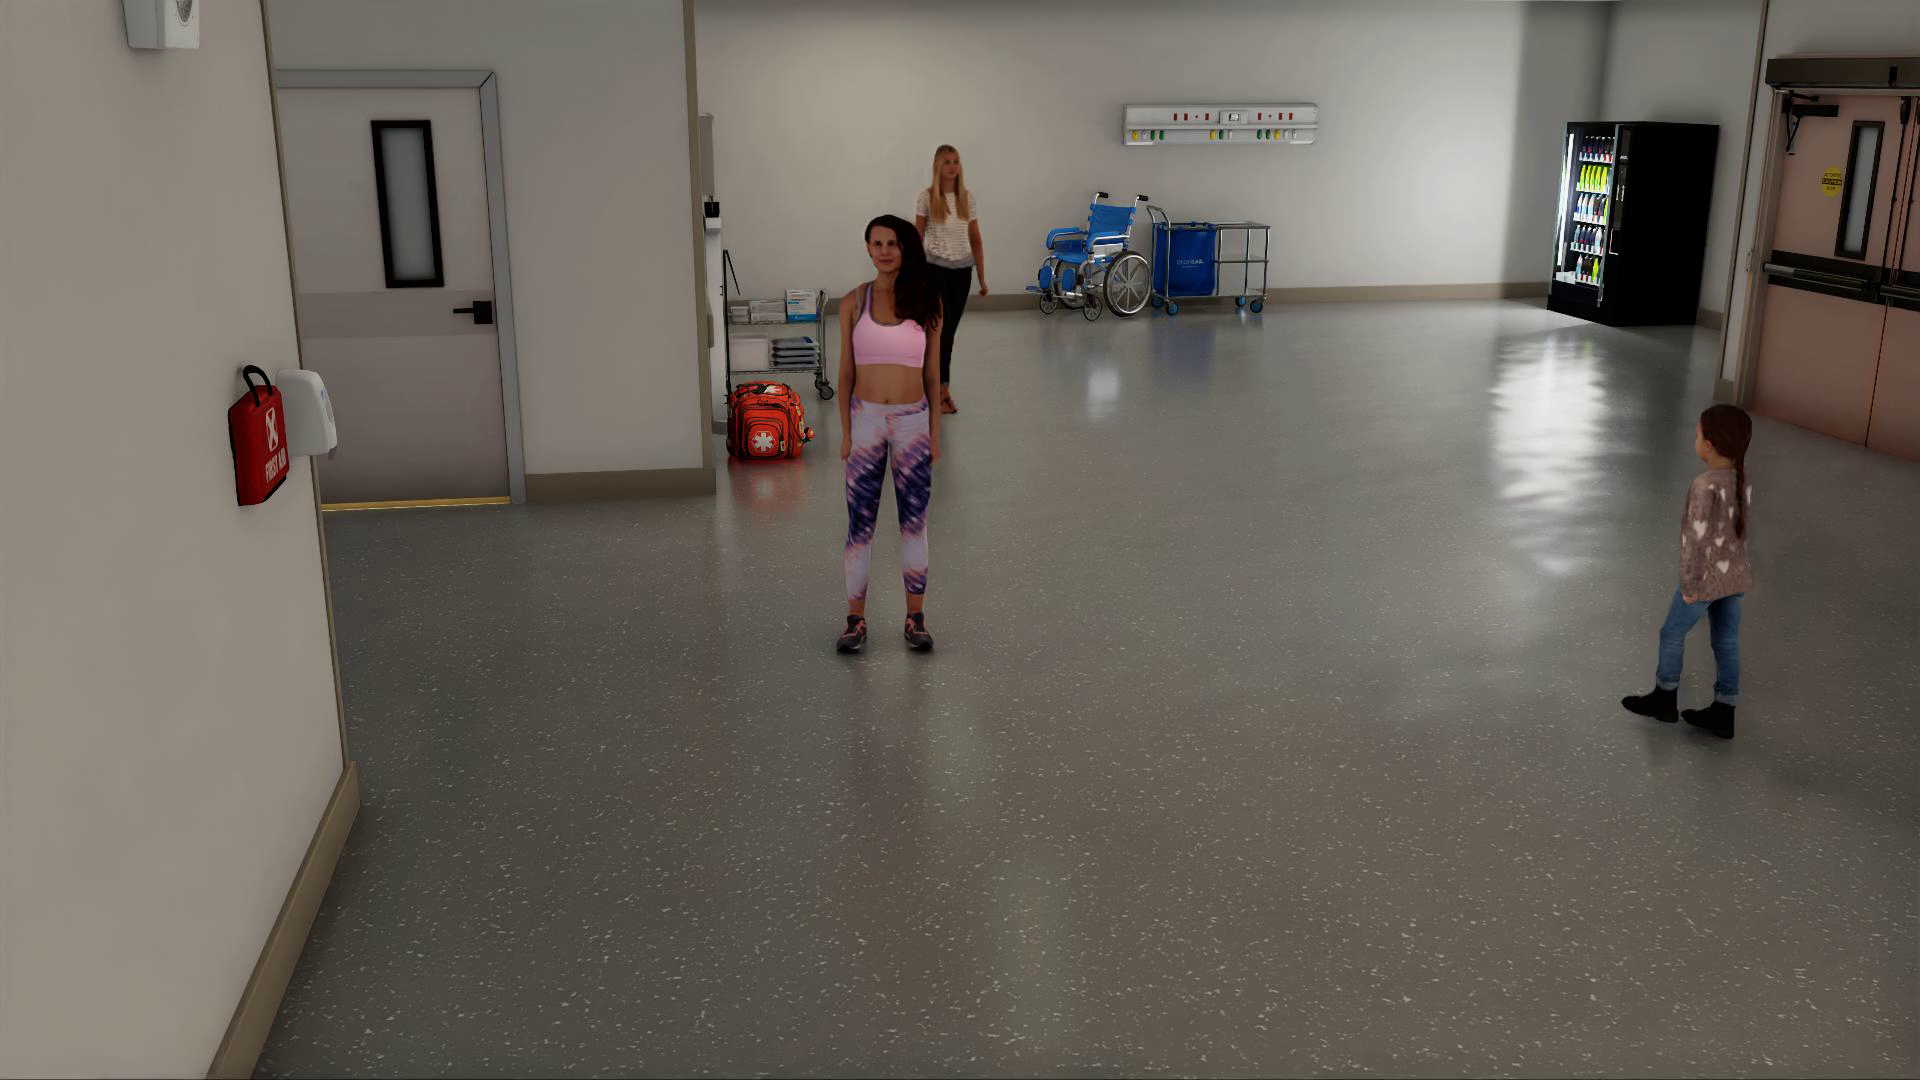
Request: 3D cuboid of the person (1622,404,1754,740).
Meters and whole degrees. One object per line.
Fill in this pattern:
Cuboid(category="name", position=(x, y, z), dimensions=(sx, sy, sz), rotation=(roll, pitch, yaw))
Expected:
Cuboid(category="person", position=(2.688, 0.129, 5.837), dimensions=(0.578, 1.183, 0.660), rotation=(-8, 17, -25))

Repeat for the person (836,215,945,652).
Cuboid(category="person", position=(-0.285, -0.425, 6.728), dimensions=(0.631, 1.766, 0.578), rotation=(0, 16, -2))

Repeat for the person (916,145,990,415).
Cuboid(category="person", position=(-0.132, -1.811, 11.576), dimensions=(0.738, 1.804, 0.909), rotation=(-8, 17, -25))
